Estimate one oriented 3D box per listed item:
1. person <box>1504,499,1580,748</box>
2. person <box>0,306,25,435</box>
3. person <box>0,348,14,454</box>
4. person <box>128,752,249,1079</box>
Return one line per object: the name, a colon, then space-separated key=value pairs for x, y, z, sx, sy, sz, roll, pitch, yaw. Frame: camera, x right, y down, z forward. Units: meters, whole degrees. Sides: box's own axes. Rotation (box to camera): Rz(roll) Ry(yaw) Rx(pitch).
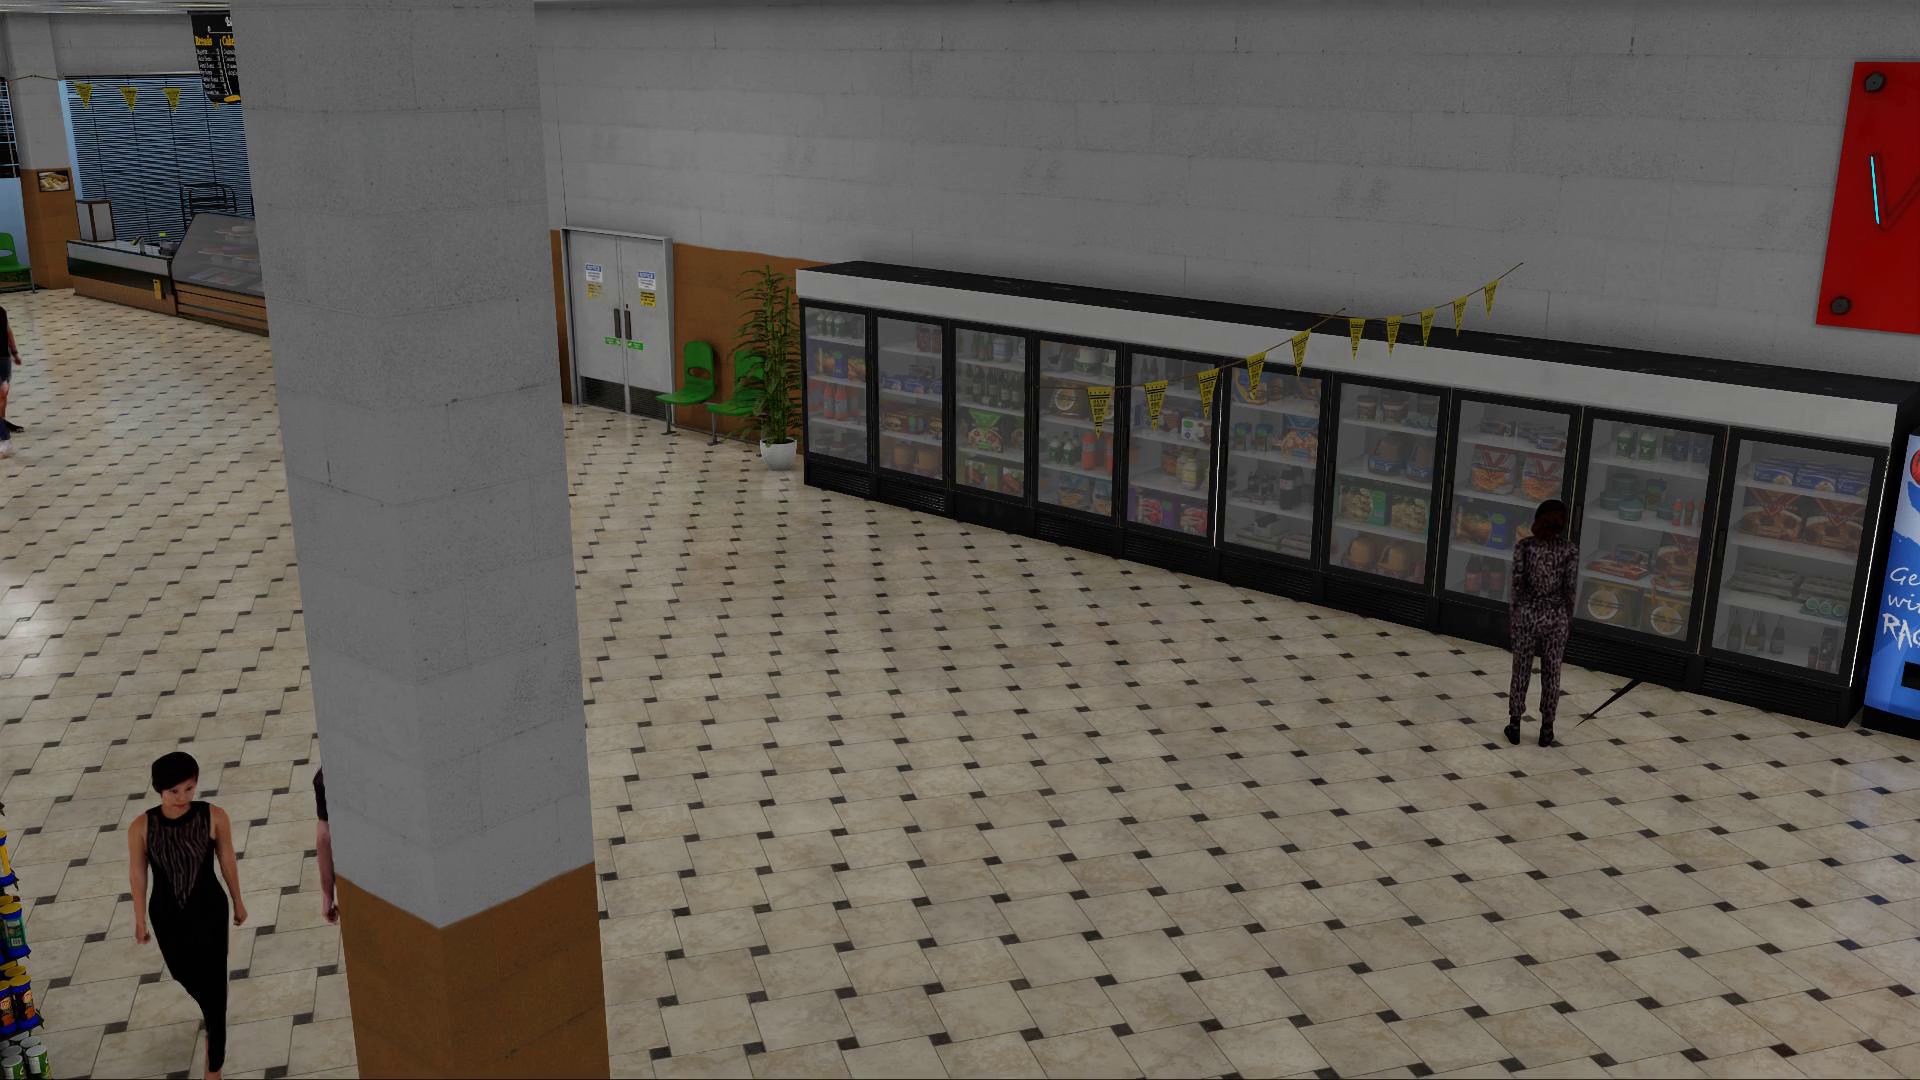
person: x=3.874 y=0.548 z=11.107 sx=0.658 sy=1.714 sz=0.679 roll=5 pitch=18 yaw=16
person: x=-11.510 y=-2.145 z=19.803 sx=0.884 sy=1.814 sz=0.776 roll=-2 pitch=17 yaw=-5
person: x=-10.917 y=-1.767 z=18.694 sx=1.105 sy=1.735 sz=1.166 roll=-1 pitch=17 yaw=-4
person: x=-3.522 y=1.681 z=7.613 sx=1.030 sy=1.575 sz=0.976 roll=-7 pitch=18 yaw=-21
